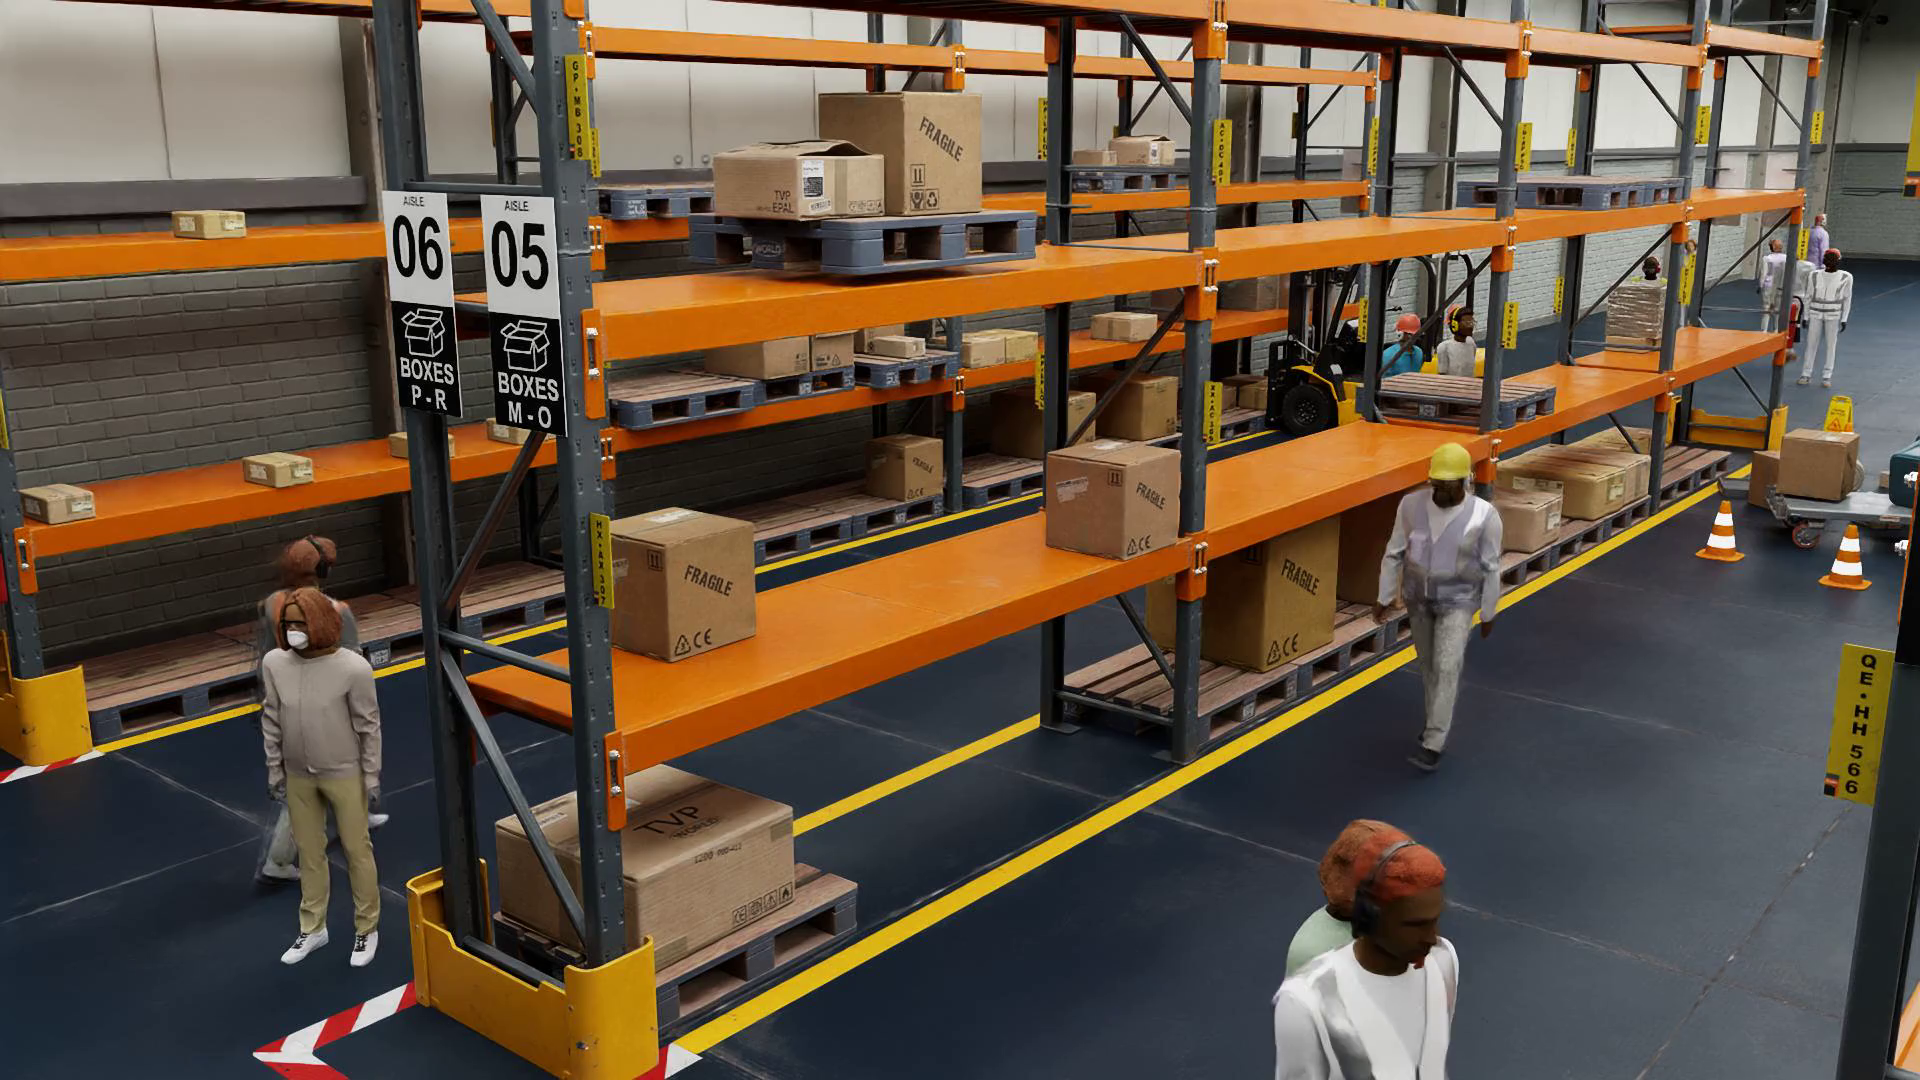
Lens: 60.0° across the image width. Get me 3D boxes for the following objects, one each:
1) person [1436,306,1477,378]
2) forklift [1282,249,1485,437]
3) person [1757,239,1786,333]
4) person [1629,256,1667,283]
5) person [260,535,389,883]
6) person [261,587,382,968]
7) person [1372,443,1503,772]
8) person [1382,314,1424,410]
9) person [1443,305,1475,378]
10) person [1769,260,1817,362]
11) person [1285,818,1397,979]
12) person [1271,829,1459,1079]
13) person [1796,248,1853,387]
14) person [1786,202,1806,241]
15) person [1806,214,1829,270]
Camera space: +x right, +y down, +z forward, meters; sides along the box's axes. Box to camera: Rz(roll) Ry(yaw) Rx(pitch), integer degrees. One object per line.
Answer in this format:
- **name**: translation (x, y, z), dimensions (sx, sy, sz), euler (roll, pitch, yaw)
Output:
- **person**: translation (4.595, -1.226, 15.403), dimensions (0.512, 1.877, 0.328), euler (-10, 17, -35)
- **forklift**: translation (4.886, -2.214, 18.767), dimensions (2.313, 2.155, 1.214), euler (11, 18, 38)
- **person**: translation (13.947, -4.342, 28.572), dimensions (0.514, 1.642, 0.310), euler (-3, 14, -12)
- **person**: translation (9.056, -2.820, 21.968), dimensions (0.563, 1.837, 0.389), euler (7, 15, 25)
- **person**: translation (-3.055, 0.776, 7.829), dimensions (0.530, 1.597, 0.867), euler (7, 15, 26)
- **person**: translation (-2.640, 0.983, 6.903), dimensions (0.499, 1.634, 0.285), euler (2, 14, 9)
- **person**: translation (2.589, 0.356, 9.141), dimensions (0.614, 1.790, 0.897), euler (11, 18, 39)
- **person**: translation (4.240, -1.292, 15.928), dimensions (0.573, 1.746, 0.346), euler (-10, 17, -35)
- **person**: translation (4.983, -1.481, 16.704), dimensions (0.339, 1.746, 0.562), euler (4, 14, 15)
- **person**: translation (12.431, -3.554, 24.839), dimensions (1.019, 1.902, 0.623), euler (-12, 18, -40)
- **person**: translation (1.091, 1.535, 4.685), dimensions (0.498, 1.625, 0.303), euler (-10, 17, -35)
- **person**: translation (0.966, 1.579, 3.971), dimensions (0.587, 1.885, 0.345), euler (-10, 17, -35)
- **person**: translation (11.865, -3.048, 22.804), dimensions (0.574, 1.882, 0.358), euler (11, 18, 38)
- **person**: translation (19.729, -7.077, 39.316), dimensions (0.341, 1.839, 0.501), euler (4, 14, 17)
- **person**: translation (16.455, -5.309, 31.991), dimensions (0.400, 1.900, 0.648), euler (-1, 14, -4)
